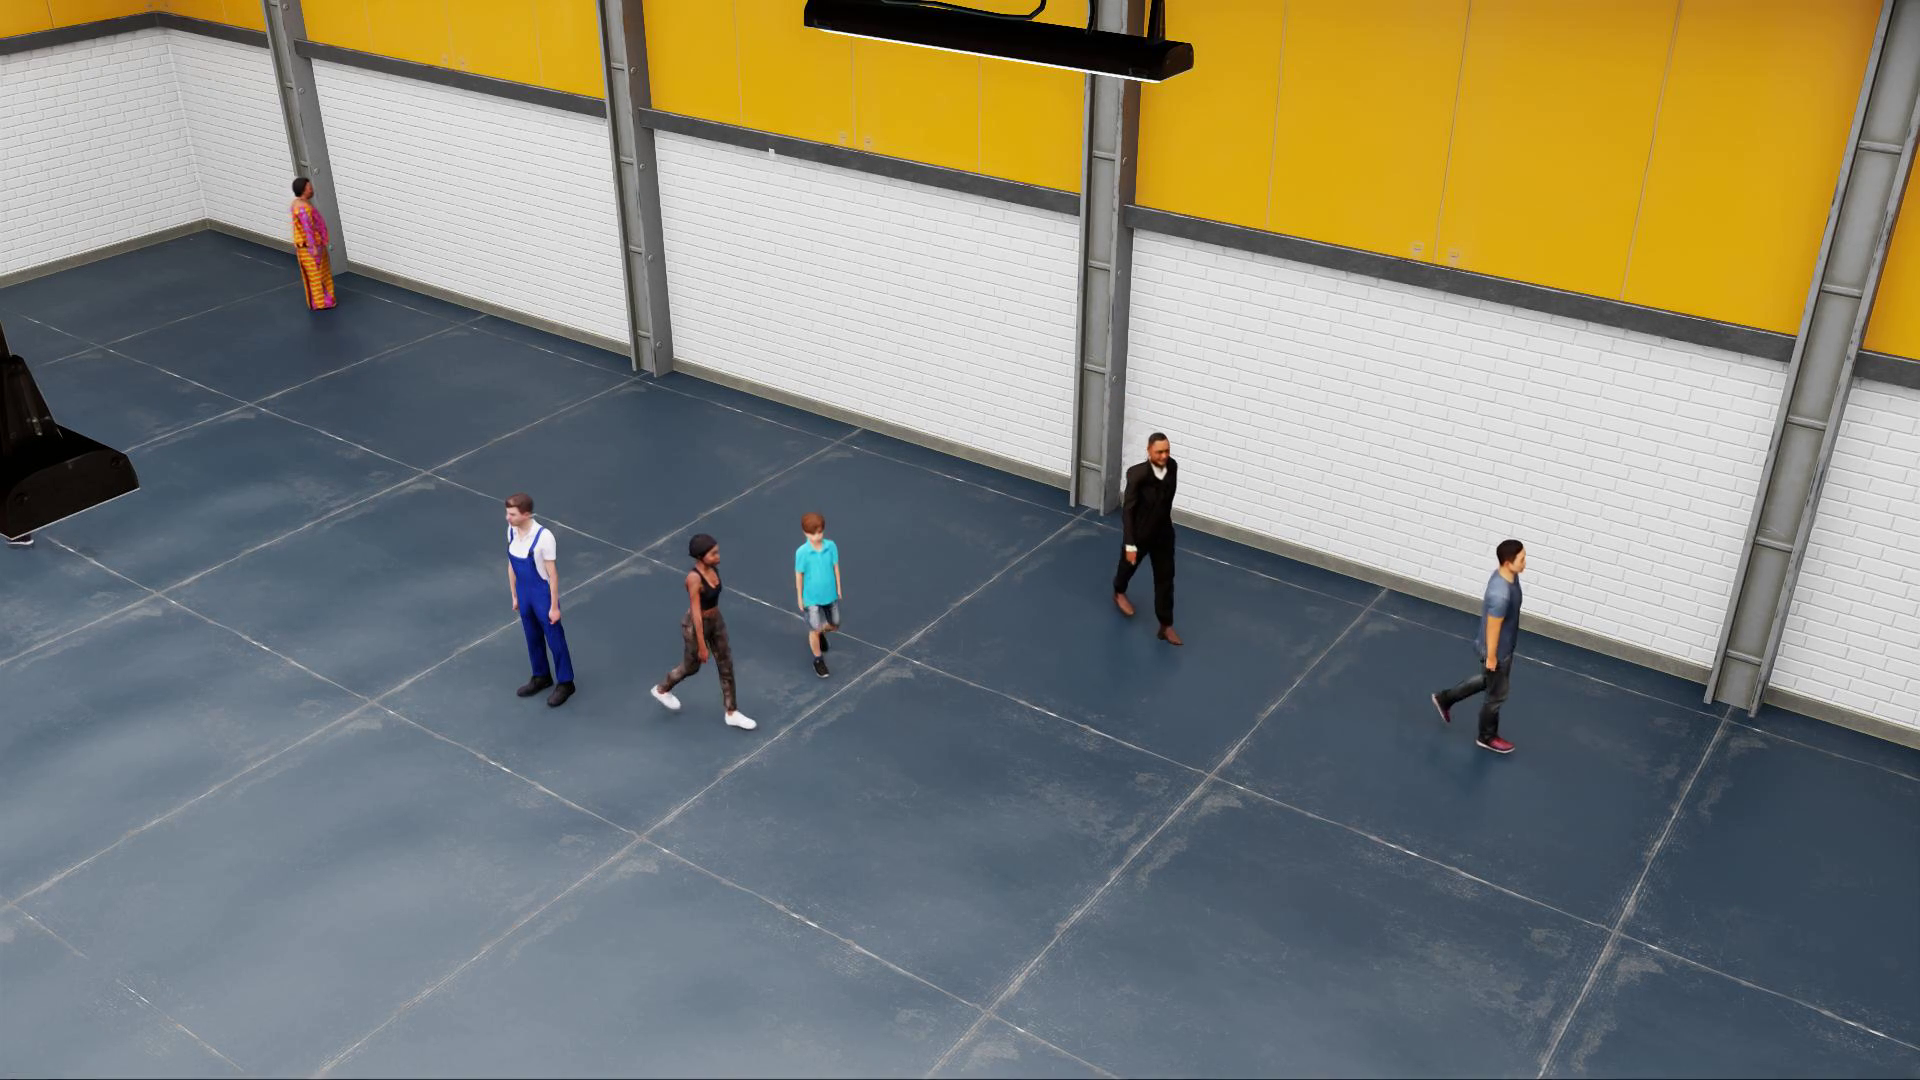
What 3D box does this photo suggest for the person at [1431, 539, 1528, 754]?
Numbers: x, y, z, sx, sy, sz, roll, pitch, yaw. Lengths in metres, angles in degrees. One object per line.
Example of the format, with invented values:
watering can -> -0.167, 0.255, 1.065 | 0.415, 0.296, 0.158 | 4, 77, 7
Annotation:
person -> 3.950, 0.769, 12.514 | 0.964, 1.793, 0.770 | 12, 31, 21

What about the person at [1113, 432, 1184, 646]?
person -> 1.536, -0.092, 14.028 | 1.128, 1.855, 1.368 | -13, 31, -22

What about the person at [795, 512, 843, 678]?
person -> -1.168, 0.402, 13.559 | 0.714, 1.437, 0.815 | -13, 31, -22

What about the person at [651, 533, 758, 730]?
person -> -2.039, 0.695, 12.783 | 1.173, 1.665, 0.769 | 10, 30, 17

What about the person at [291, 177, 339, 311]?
person -> -8.168, -3.759, 20.932 | 0.854, 1.681, 0.753 | -15, 32, -25

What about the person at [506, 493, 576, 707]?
person -> -3.314, 0.437, 13.065 | 0.521, 1.848, 0.700 | 15, 32, 26
